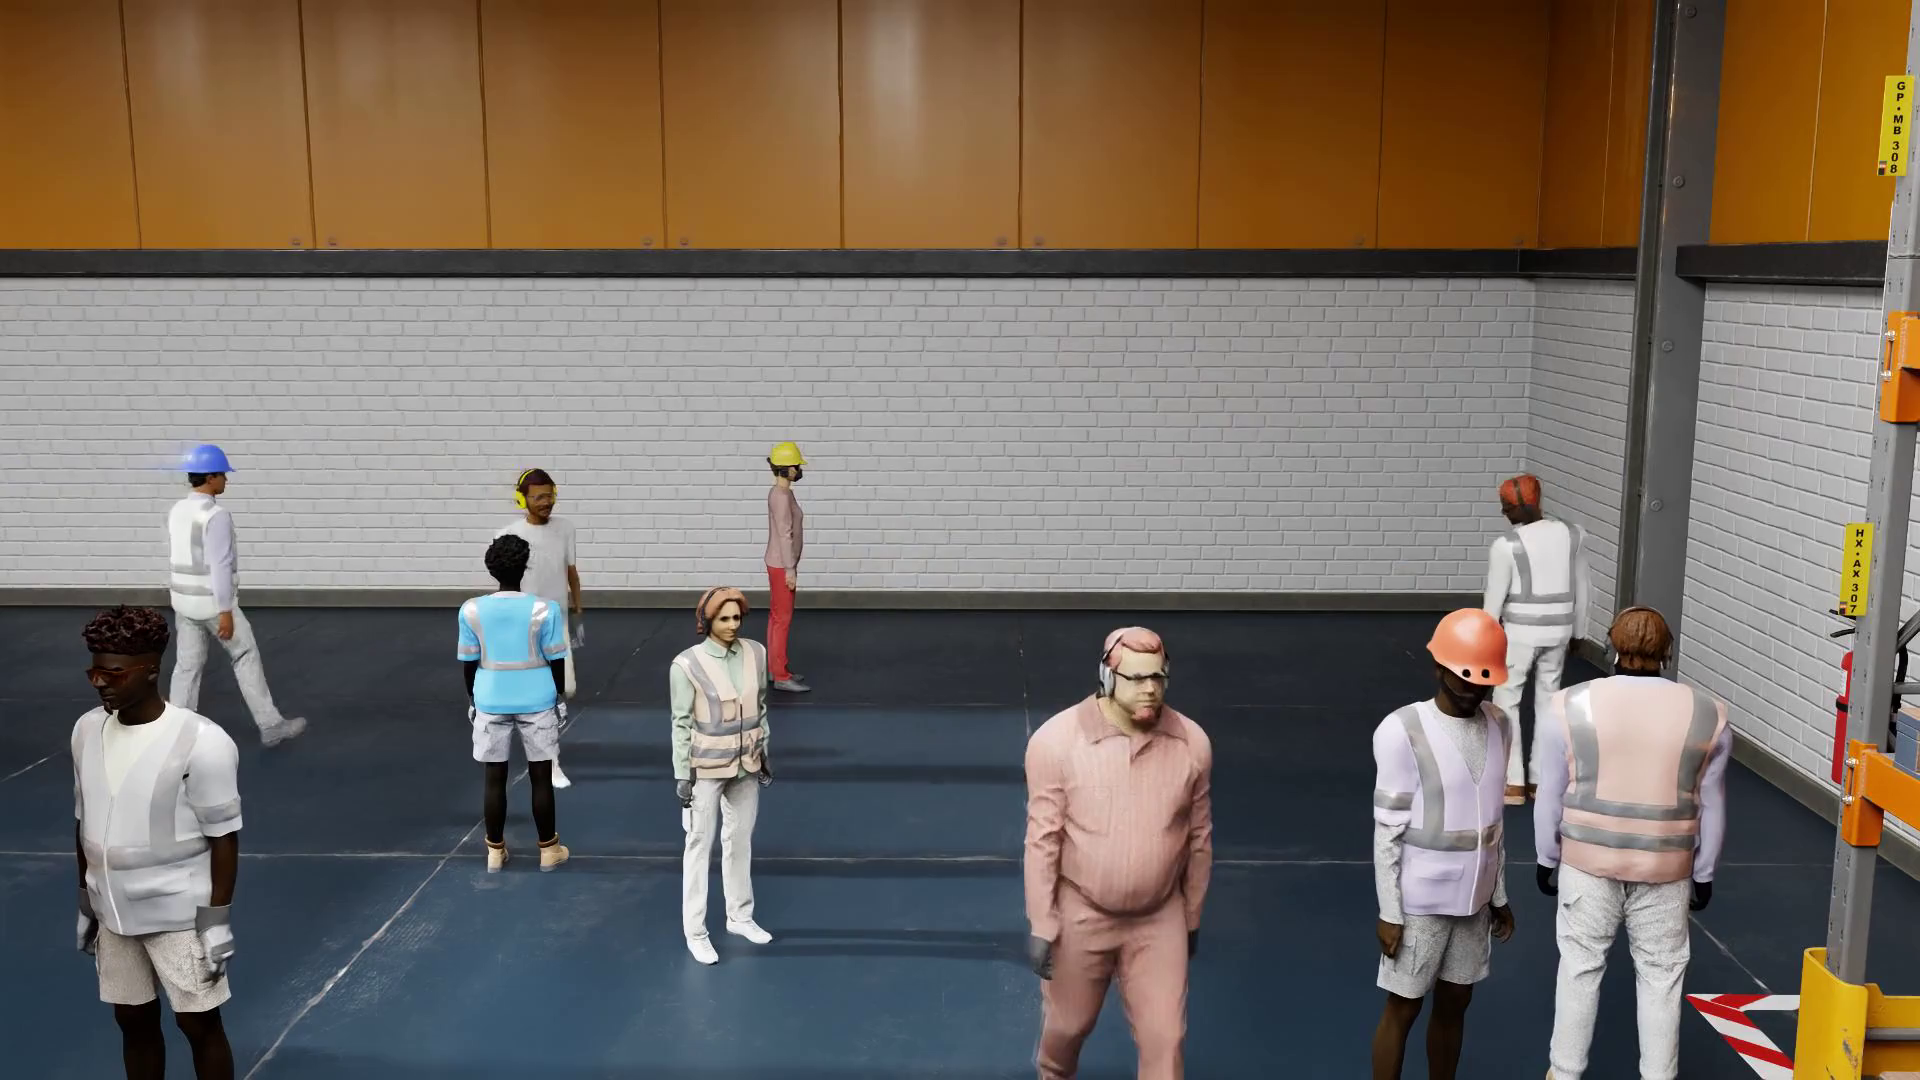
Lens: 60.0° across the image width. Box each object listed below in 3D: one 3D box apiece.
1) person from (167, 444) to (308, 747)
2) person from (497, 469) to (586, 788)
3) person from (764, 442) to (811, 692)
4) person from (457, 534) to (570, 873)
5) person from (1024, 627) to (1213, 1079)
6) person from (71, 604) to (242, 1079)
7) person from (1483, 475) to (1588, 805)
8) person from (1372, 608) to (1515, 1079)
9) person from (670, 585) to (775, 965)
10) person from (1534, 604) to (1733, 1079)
[{"bbox_3d":[-4.517,0.365,10.257,0.646,1.908,0.902,7,12,36],"label":"person"},{"bbox_3d":[-2.469,0.484,9.744,0.509,1.857,0.659,-8,13,-41],"label":"person"},{"bbox_3d":[-1.227,0.185,11.785,0.315,1.770,0.524,-2,10,-11],"label":"person"},{"bbox_3d":[-2.195,0.812,8.229,0.535,1.700,0.318,0,9,-1],"label":"person"},{"bbox_3d":[0.516,1.193,5.416,0.654,1.877,0.869,-1,10,-9],"label":"person"},{"bbox_3d":[-2.574,1.166,5.310,0.603,1.966,0.368,3,10,16],"label":"person"},{"bbox_3d":[3.204,0.564,9.273,0.653,1.856,0.406,-2,10,-10],"label":"person"},{"bbox_3d":[1.600,1.163,5.446,0.542,1.928,0.374,-5,11,-26],"label":"person"},{"bbox_3d":[-1.033,1.005,7.257,0.307,1.636,0.525,9,13,43],"label":"person"},{"bbox_3d":[2.359,1.136,5.896,0.630,1.835,0.429,3,10,16],"label":"person"}]
